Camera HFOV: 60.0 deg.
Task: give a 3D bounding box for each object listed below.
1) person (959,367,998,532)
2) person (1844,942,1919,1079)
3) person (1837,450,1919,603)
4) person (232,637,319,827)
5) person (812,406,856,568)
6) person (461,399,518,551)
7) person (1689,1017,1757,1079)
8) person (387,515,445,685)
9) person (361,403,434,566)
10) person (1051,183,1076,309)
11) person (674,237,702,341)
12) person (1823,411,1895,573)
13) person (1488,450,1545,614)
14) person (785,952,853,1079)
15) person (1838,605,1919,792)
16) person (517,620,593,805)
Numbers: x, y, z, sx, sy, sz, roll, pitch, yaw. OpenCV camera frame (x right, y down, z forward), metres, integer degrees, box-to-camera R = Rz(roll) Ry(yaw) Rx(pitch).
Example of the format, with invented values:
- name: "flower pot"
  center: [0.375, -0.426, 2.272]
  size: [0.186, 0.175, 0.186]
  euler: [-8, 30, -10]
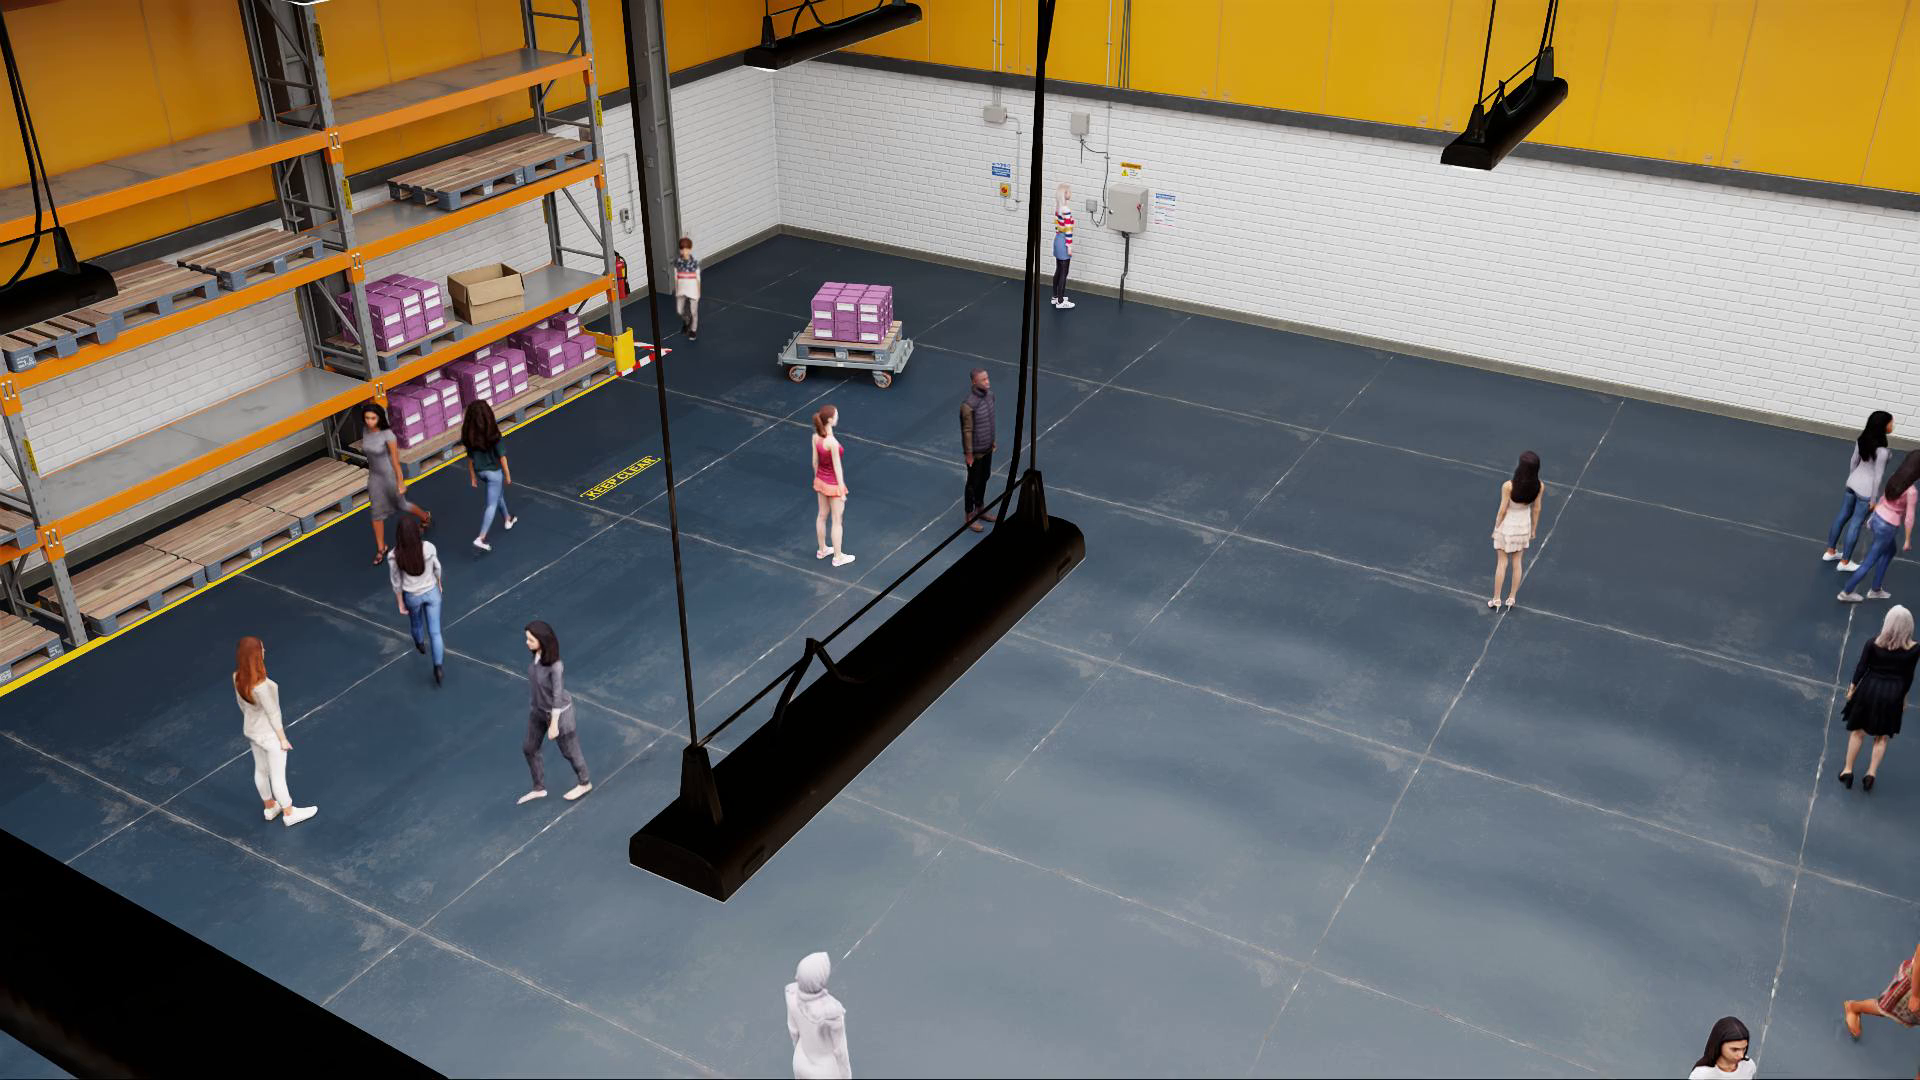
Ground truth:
- name: "person"
  center: [0.204, -1.002, 17.872]
  size: [0.762, 1.836, 0.495]
  euler: [17, 33, 28]
- name: "person"
  center: [6.322, 2.881, 10.983]
  size: [1.053, 1.616, 1.146]
  euler: [-5, 29, -10]
- name: "person"
  center: [9.024, -0.113, 16.365]
  size: [0.849, 1.719, 0.826]
  euler: [-1, 29, -2]
- name: "person"
  center: [-5.588, 1.543, 13.342]
  size: [0.617, 1.706, 0.569]
  euler: [19, 34, 30]
- name: "person"
  center: [-1.348, -0.576, 17.182]
  size: [0.614, 1.749, 0.620]
  euler: [-26, 38, -38]
- name: "person"
  center: [-4.996, -0.661, 17.520]
  size: [0.831, 1.574, 1.189]
  euler: [7, 29, 13]
- name: "person"
  center: [4.334, 3.484, 9.712]
  size: [0.639, 1.775, 0.726]
  euler: [-11, 30, -19]
- name: "person"
  center: [-4.914, 0.581, 15.233]
  size: [1.045, 1.583, 1.044]
  euler: [-11, 30, -19]
- name: "person"
  center: [-5.896, -0.641, 17.311]
  size: [0.699, 1.739, 1.124]
  euler: [12, 31, 21]
- name: "person"
  center: [1.472, -4.233, 23.824]
  size: [0.757, 1.809, 0.699]
  euler: [-7, 29, -13]
- name: "person"
  center: [-3.732, -3.476, 22.827]
  size: [0.623, 1.433, 0.668]
  euler: [3, 29, 5]
- name: "person"
  center: [9.253, -0.516, 17.085]
  size: [0.745, 1.735, 0.652]
  euler: [-3, 29, -6]
- name: "person"
  center: [5.429, -0.082, 16.289]
  size: [0.665, 1.736, 0.684]
  euler: [-1, 29, -2]
- name: "person"
  center: [-0.865, 3.229, 10.178]
  size: [0.630, 1.776, 0.553]
  euler: [20, 34, 32]
- name: "person"
  center: [7.567, 1.320, 13.708]
  size: [0.657, 1.746, 0.636]
  euler: [8, 30, 15]
- name: "person"
  center: [-3.239, 1.378, 13.603]
  size: [0.943, 1.745, 0.807]
  euler: [-21, 35, -33]
